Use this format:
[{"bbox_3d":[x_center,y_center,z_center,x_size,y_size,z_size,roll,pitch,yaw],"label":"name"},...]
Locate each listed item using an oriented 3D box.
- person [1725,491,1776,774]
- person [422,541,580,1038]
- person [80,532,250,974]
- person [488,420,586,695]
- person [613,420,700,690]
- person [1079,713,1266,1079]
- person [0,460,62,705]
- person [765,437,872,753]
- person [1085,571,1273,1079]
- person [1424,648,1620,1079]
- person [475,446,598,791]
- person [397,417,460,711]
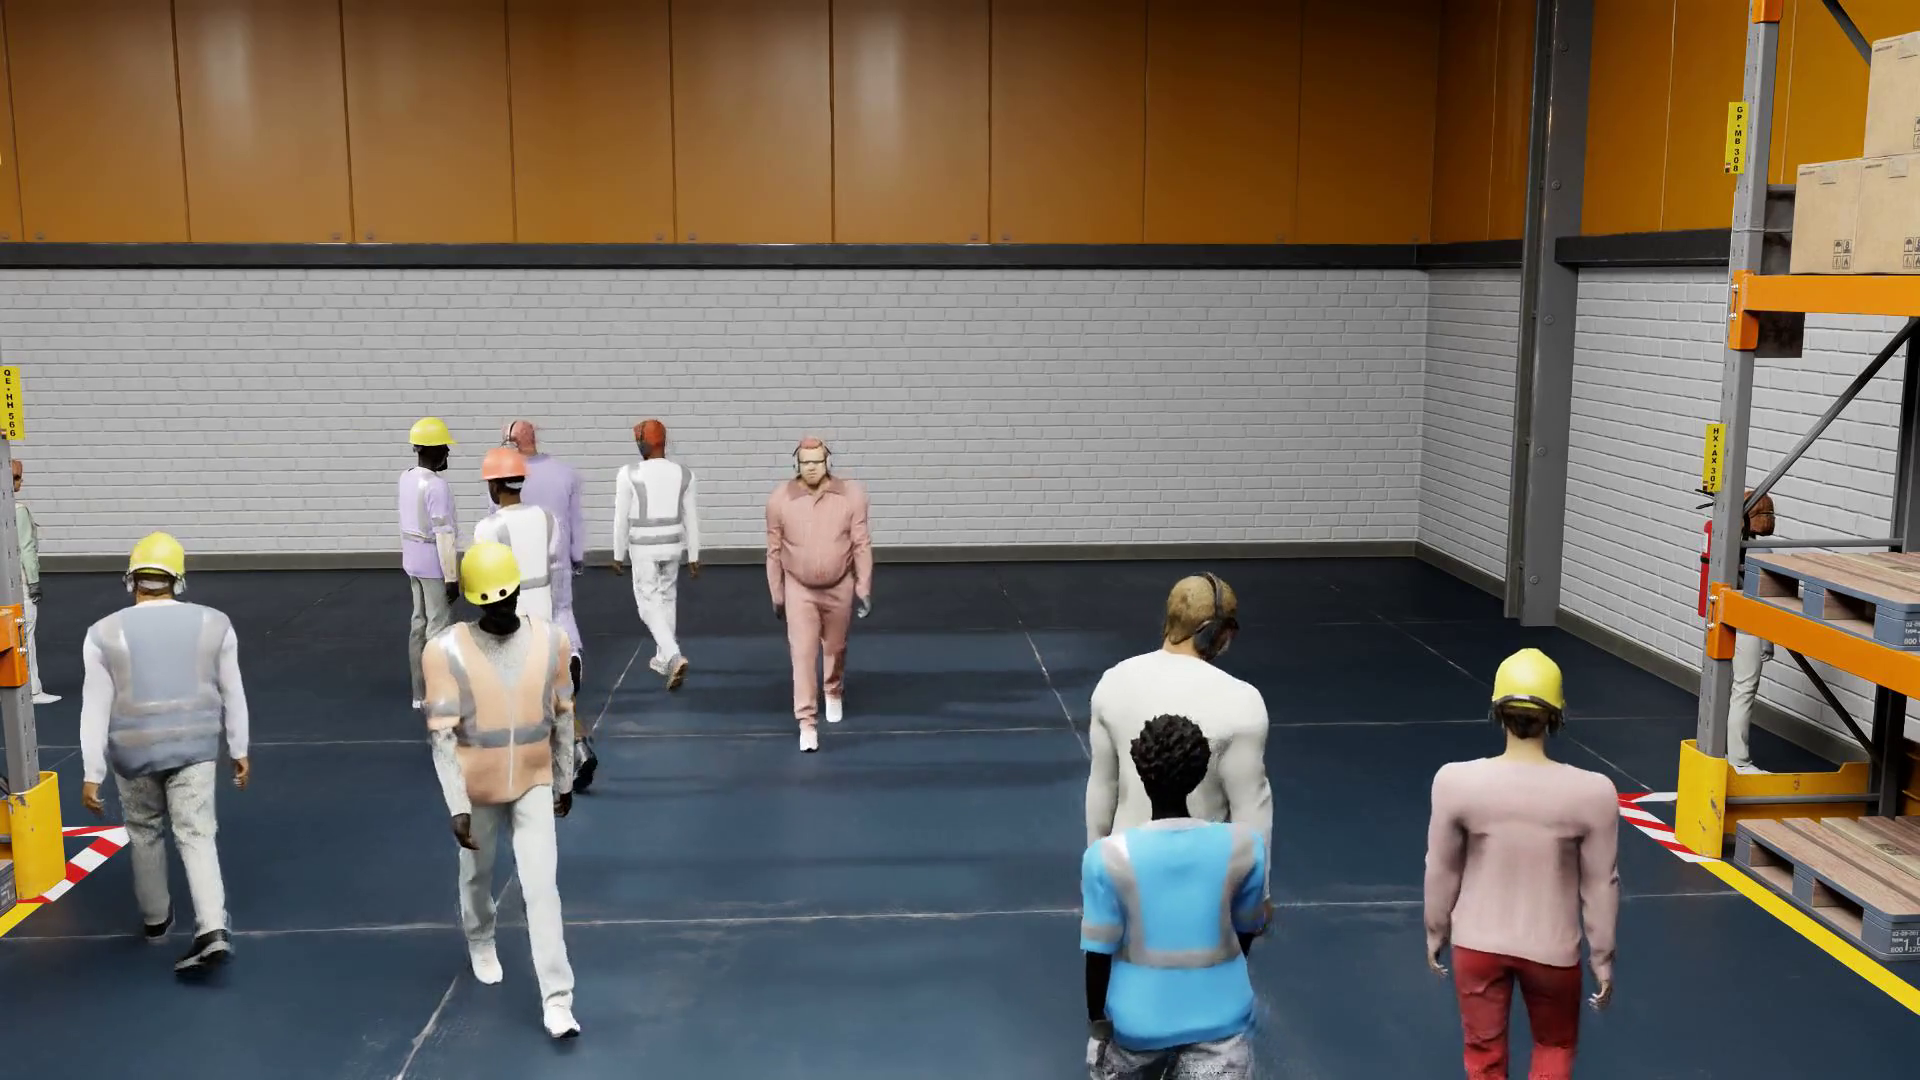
[{"bbox_3d":[4.434,0.528,9.417,0.279,1.633,0.500,-1,9,-9],"label":"person"},{"bbox_3d":[-1.745,0.908,6.365,0.585,1.859,1.068,-5,10,-29],"label":"person"},{"bbox_3d":[-3.247,0.870,6.821,0.638,1.787,0.859,-5,10,-30],"label":"person"},{"bbox_3d":[-2.788,0.137,11.102,0.668,1.879,0.708,-6,11,-34],"label":"person"},{"bbox_3d":[-2.075,0.087,11.494,0.581,1.854,0.893,-6,11,-34],"label":"person"},{"bbox_3d":[0.582,1.297,4.536,0.522,1.649,0.847,0,9,0],"label":"person"},{"bbox_3d":[-6.237,0.281,10.952,0.513,1.641,0.307,5,10,29],"label":"person"},{"bbox_3d":[-0.868,0.284,10.227,0.633,1.869,0.966,-1,9,-9],"label":"person"},{"bbox_3d":[0.628,1.055,5.227,0.673,1.916,0.597,9,12,43],"label":"person"},{"bbox_3d":[1.639,1.184,4.899,0.546,1.751,0.372,3,10,19],"label":"person"},{"bbox_3d":[-2.353,0.441,9.125,0.888,1.911,0.559,7,11,37],"label":"person"},{"bbox_3d":[-3.392,0.174,10.722,0.368,1.928,0.585,-8,12,-43],"label":"person"}]
